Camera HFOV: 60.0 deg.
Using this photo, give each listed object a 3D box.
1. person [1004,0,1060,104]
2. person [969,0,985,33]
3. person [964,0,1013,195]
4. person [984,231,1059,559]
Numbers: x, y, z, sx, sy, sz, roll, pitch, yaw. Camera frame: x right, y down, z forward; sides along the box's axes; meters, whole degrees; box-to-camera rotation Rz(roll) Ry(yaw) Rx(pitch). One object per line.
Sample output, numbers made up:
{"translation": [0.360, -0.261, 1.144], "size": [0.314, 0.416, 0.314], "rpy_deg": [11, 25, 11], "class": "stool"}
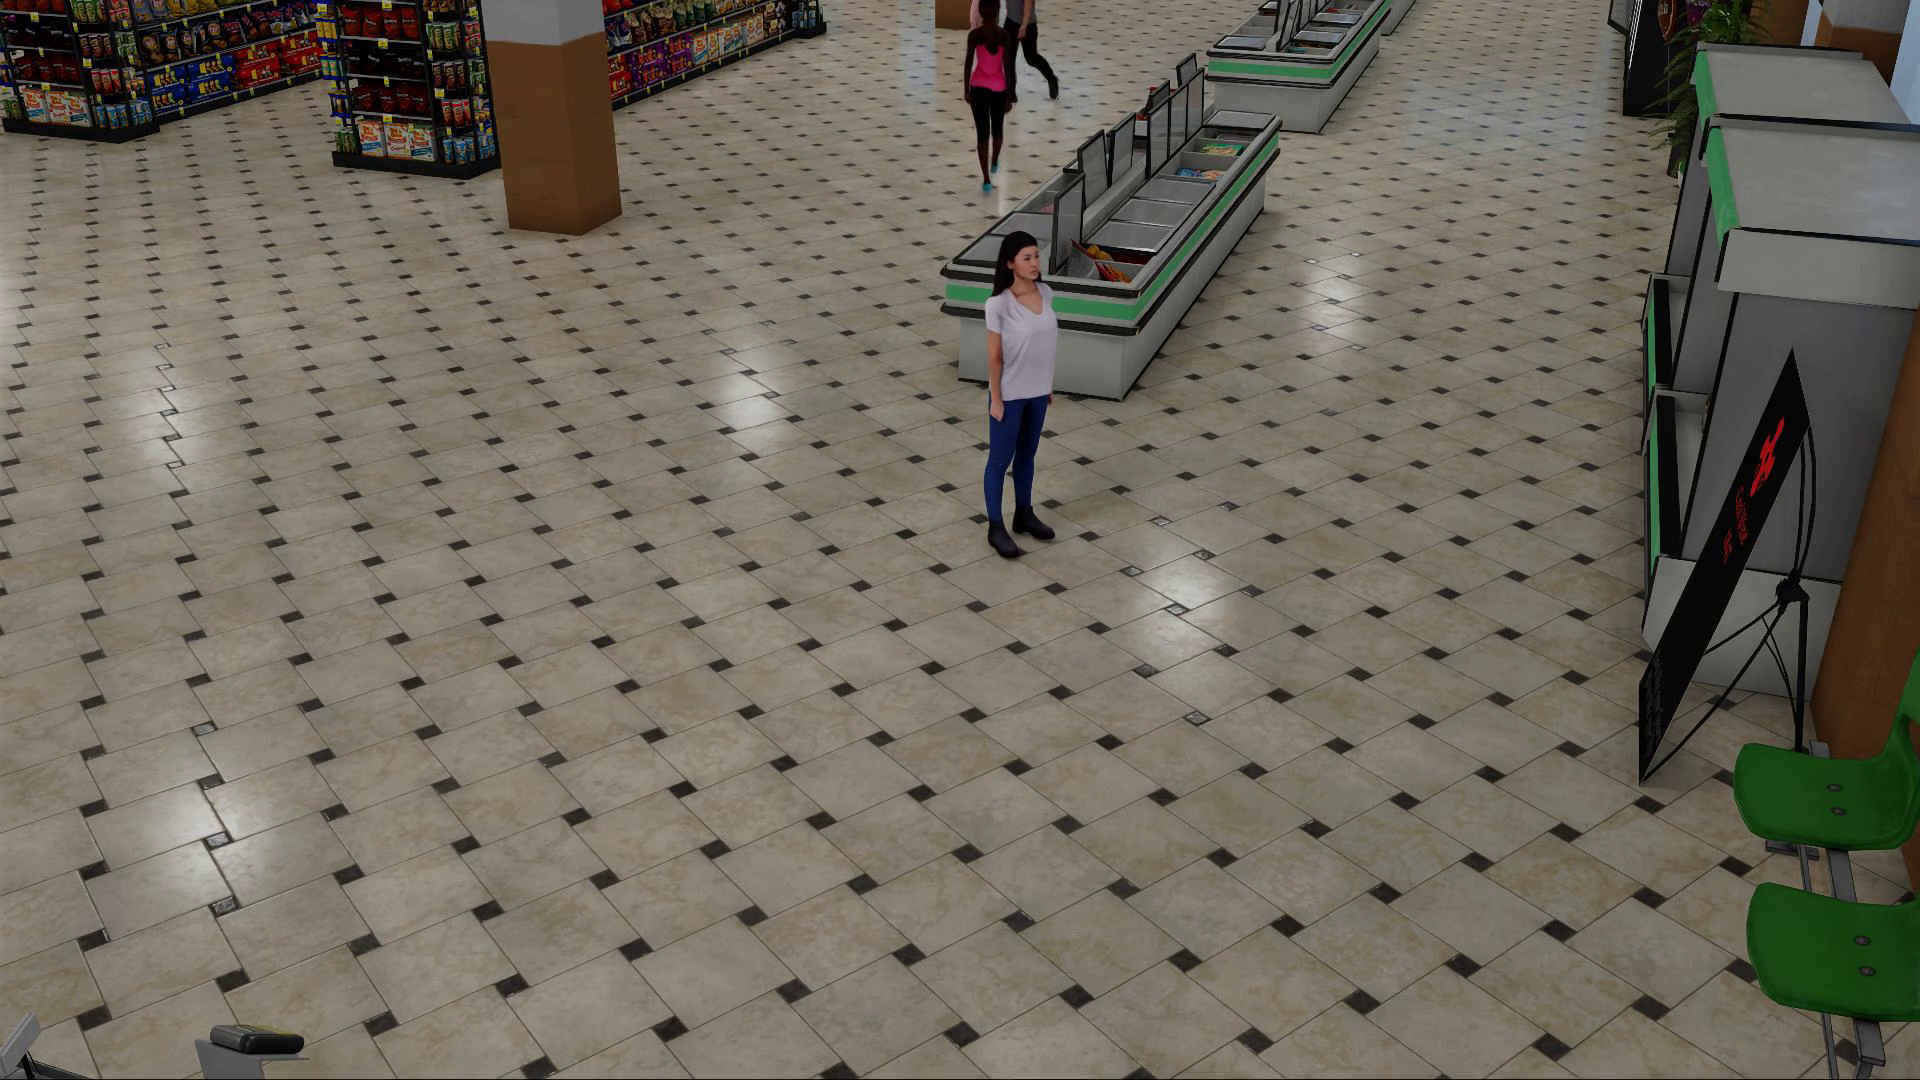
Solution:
{"translation": [0.726, -5.614, 18.077], "size": [0.911, 1.718, 1.098], "rpy_deg": [24, 35, 38], "class": "person"}
{"translation": [0.278, -7.334, 21.379], "size": [0.697, 1.799, 0.518], "rpy_deg": [15, 30, 26], "class": "person"}
{"translation": [0.247, -3.923, 14.788], "size": [0.826, 1.676, 1.154], "rpy_deg": [1, 27, 1], "class": "person"}
{"translation": [0.295, -0.743, 8.507], "size": [0.603, 1.685, 0.734], "rpy_deg": [-24, 36, -39], "class": "person"}
